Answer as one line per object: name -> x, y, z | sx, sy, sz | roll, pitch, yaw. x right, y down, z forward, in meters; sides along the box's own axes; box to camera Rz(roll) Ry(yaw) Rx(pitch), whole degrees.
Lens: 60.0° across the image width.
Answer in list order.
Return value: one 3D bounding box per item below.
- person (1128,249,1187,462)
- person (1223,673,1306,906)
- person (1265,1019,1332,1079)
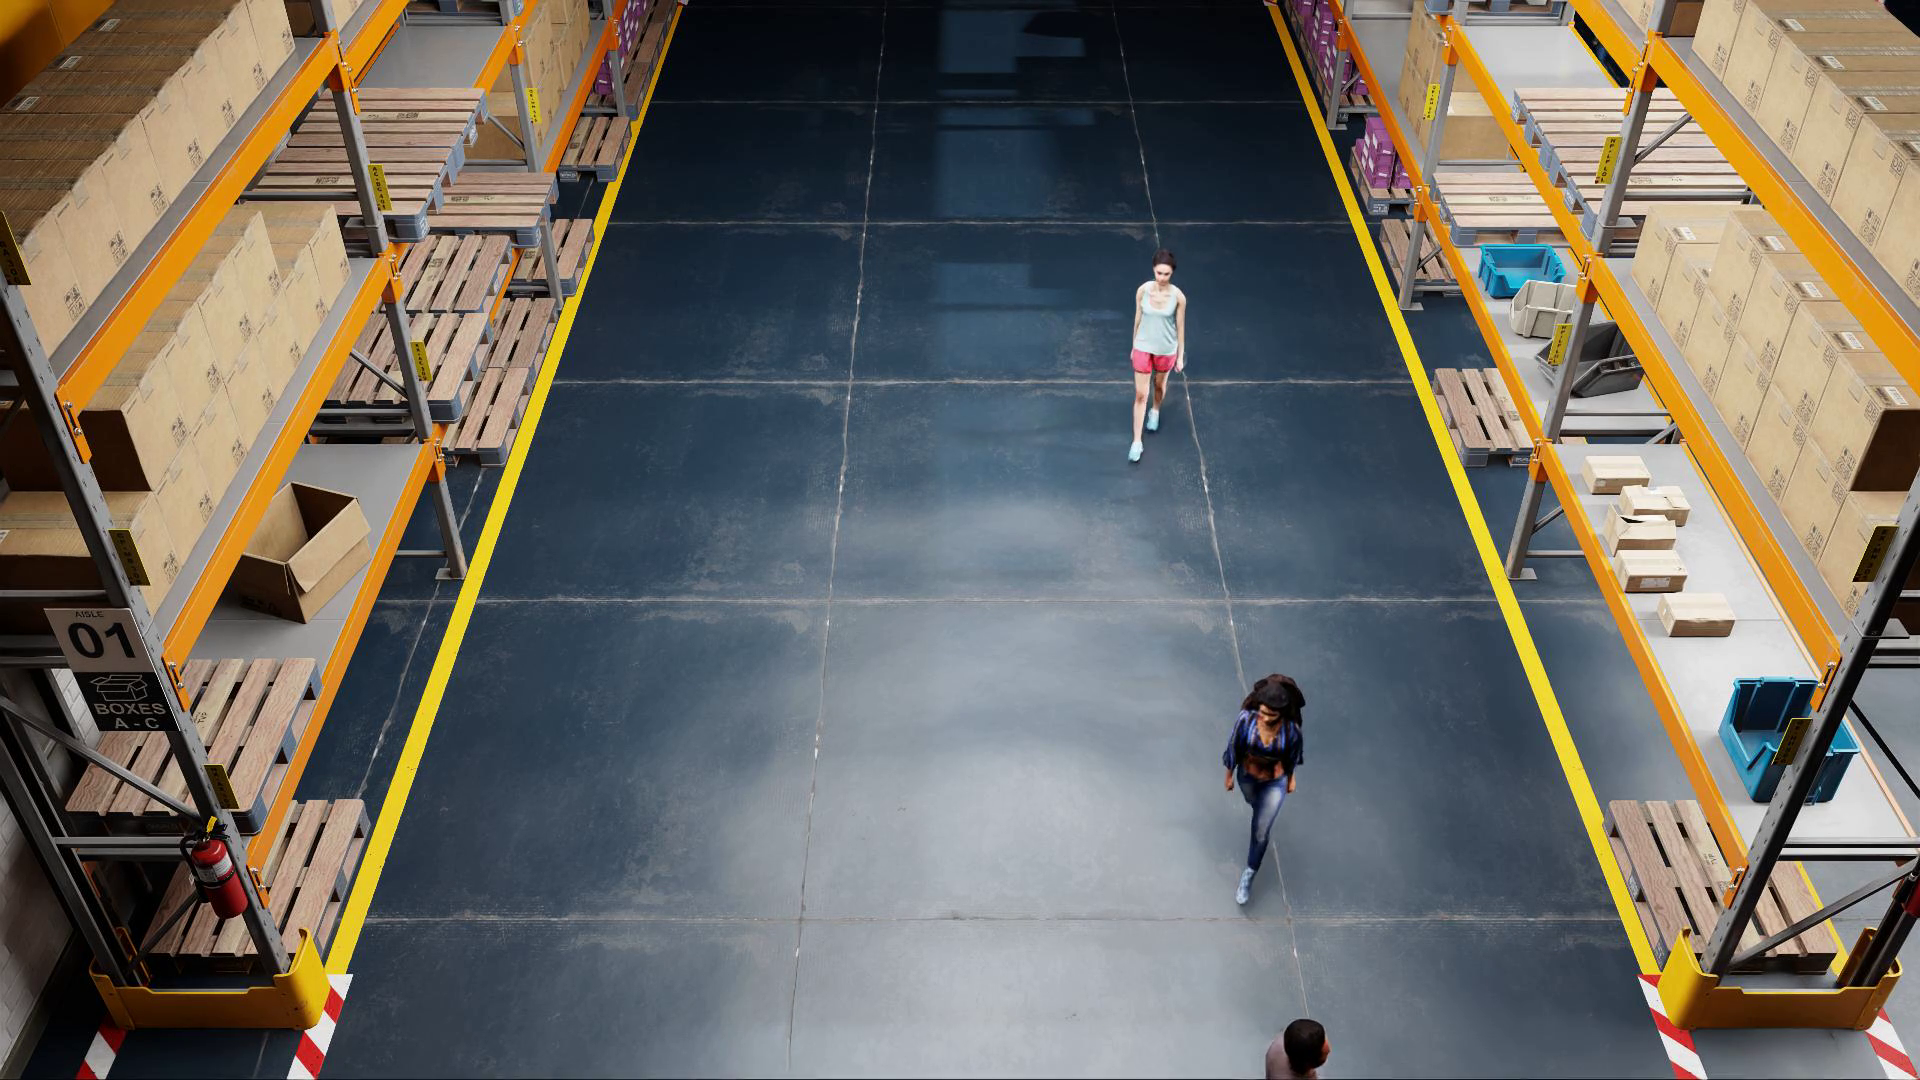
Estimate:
person -> 1.635, -1.589, 13.719 | 0.769, 1.735, 1.081 | 9, 39, 11
person -> 1.843, 1.390, 10.111 | 0.889, 1.583, 1.139 | 14, 41, 17
person -> 1.493, 2.894, 8.111 | 0.863, 1.728, 1.120 | -25, 45, -28
